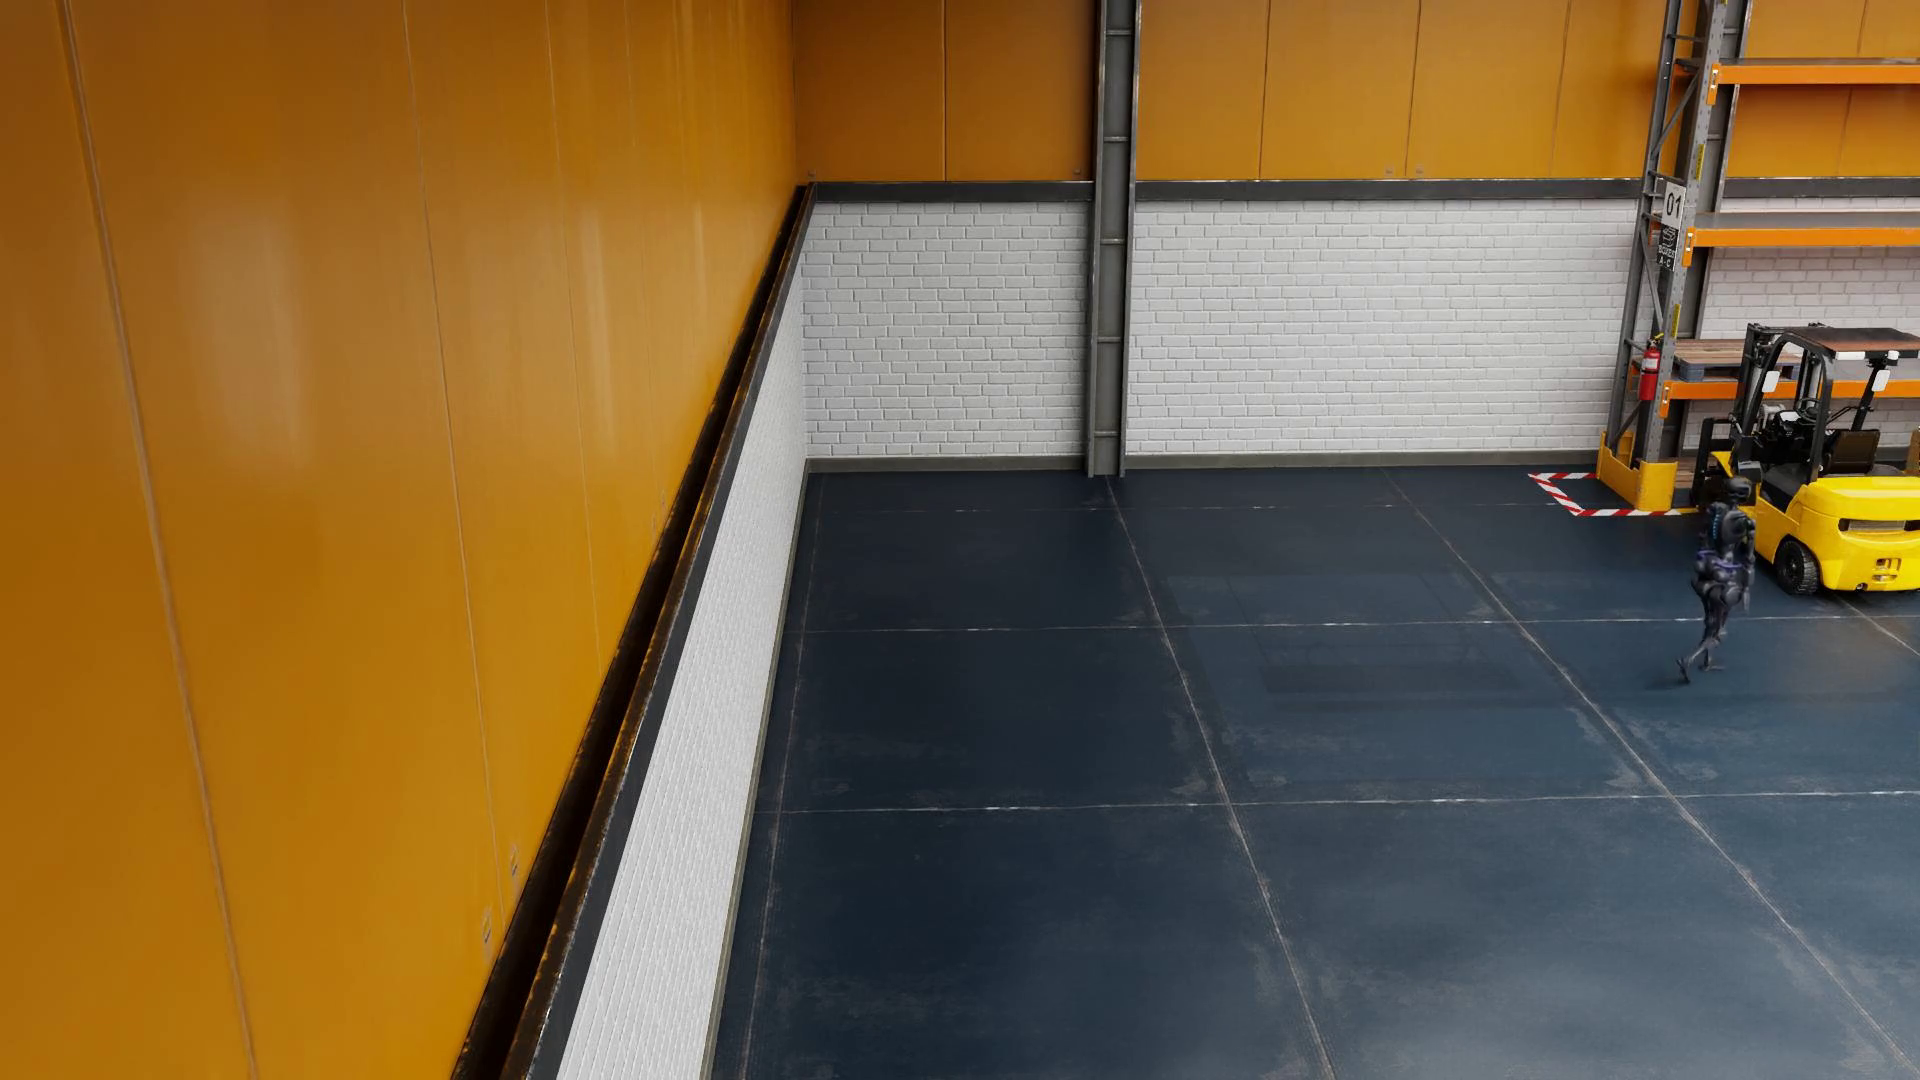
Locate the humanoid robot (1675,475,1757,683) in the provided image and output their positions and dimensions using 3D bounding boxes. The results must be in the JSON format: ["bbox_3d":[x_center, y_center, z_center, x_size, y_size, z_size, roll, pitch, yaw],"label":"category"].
[{"bbox_3d":[5.771,0.288,12.767,0.626,1.640,0.589,-7,21,-19],"label":"humanoid robot"}]

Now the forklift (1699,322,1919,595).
[{"bbox_3d":[7.809,-0.792,14.926,1.214,2.155,2.313,-1,20,-2],"label":"forklift"}]
